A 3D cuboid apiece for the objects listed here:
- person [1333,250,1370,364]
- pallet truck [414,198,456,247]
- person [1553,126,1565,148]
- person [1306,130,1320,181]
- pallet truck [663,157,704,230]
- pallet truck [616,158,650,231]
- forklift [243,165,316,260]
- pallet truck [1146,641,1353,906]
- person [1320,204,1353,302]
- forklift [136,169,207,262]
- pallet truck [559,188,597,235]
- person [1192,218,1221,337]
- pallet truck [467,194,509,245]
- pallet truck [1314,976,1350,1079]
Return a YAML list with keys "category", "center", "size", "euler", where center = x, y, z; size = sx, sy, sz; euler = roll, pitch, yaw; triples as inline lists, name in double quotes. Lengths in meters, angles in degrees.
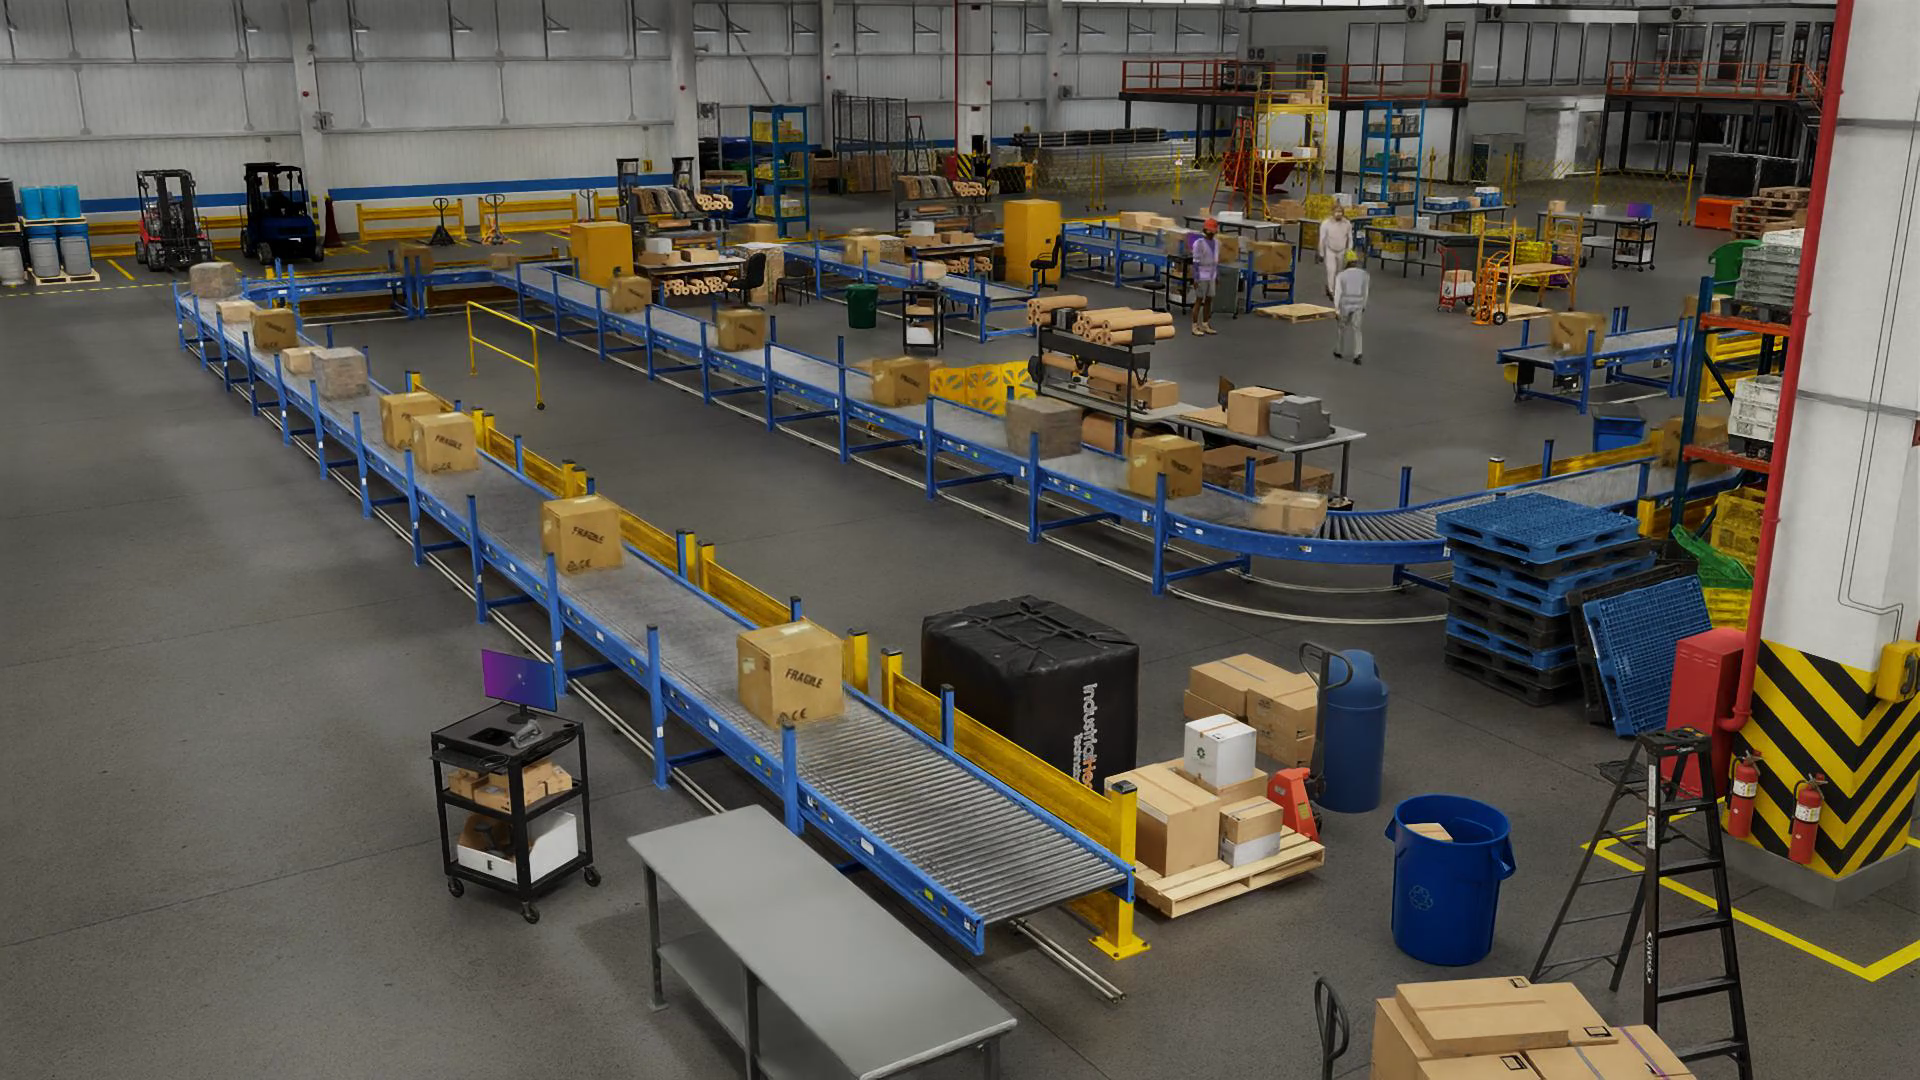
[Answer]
- category: "person"
  center: [6.212, -3.701, 26.408]
  size: [0.591, 1.790, 0.943]
  euler: [-1, 17, -4]
- category: "pallet truck"
  center: [-13.250, -8.060, 41.856]
  size: [0.680, 1.201, 1.601]
  euler: [-10, 20, -31]
- category: "person"
  center: [24.429, -16.288, 68.081]
  size: [0.673, 1.892, 0.451]
  euler: [14, 22, 39]
- category: "person"
  center: [12.880, -13.985, 60.540]
  size: [0.504, 1.834, 0.469]
  euler: [-6, 18, -19]
- category: "pallet truck"
  center: [-7.586, -9.308, 44.692]
  size: [0.823, 1.965, 1.885]
  euler: [-11, 20, -33]
- category: "pallet truck"
  center: [-8.918, -9.176, 44.255]
  size: [0.823, 1.965, 1.885]
  euler: [-9, 19, -27]
- category: "forklift"
  center: [-15.898, -7.669, 38.708]
  size: [1.157, 1.987, 2.680]
  euler: [-11, 20, -33]
- category: "pallet truck"
  center: [1.664, 1.407, 10.232]
  size: [1.630, 1.274, 0.653]
  euler: [-10, 20, -31]
- category: "person"
  center: [7.422, -5.703, 32.914]
  size: [0.652, 1.877, 0.883]
  euler: [-2, 17, -8]
- category: "forklift"
  center: [-17.842, -7.318, 37.559]
  size: [1.157, 1.987, 2.680]
  euler: [-10, 20, -31]
- category: "pallet truck"
  center: [-10.010, -8.652, 43.699]
  size: [0.653, 1.274, 1.630]
  euler: [-10, 20, -31]
- category: "person"
  center: [4.289, -4.547, 28.781]
  size: [0.610, 2.037, 0.398]
  euler: [-12, 20, -34]
- category: "pallet truck"
  center: [-11.983, -8.177, 42.137]
  size: [0.704, 1.261, 1.522]
  euler: [-11, 20, -33]
- category: "pallet truck"
  center: [2.299, 2.390, 7.086]
  size: [1.601, 1.201, 0.680]
  euler: [-2, 17, -7]
